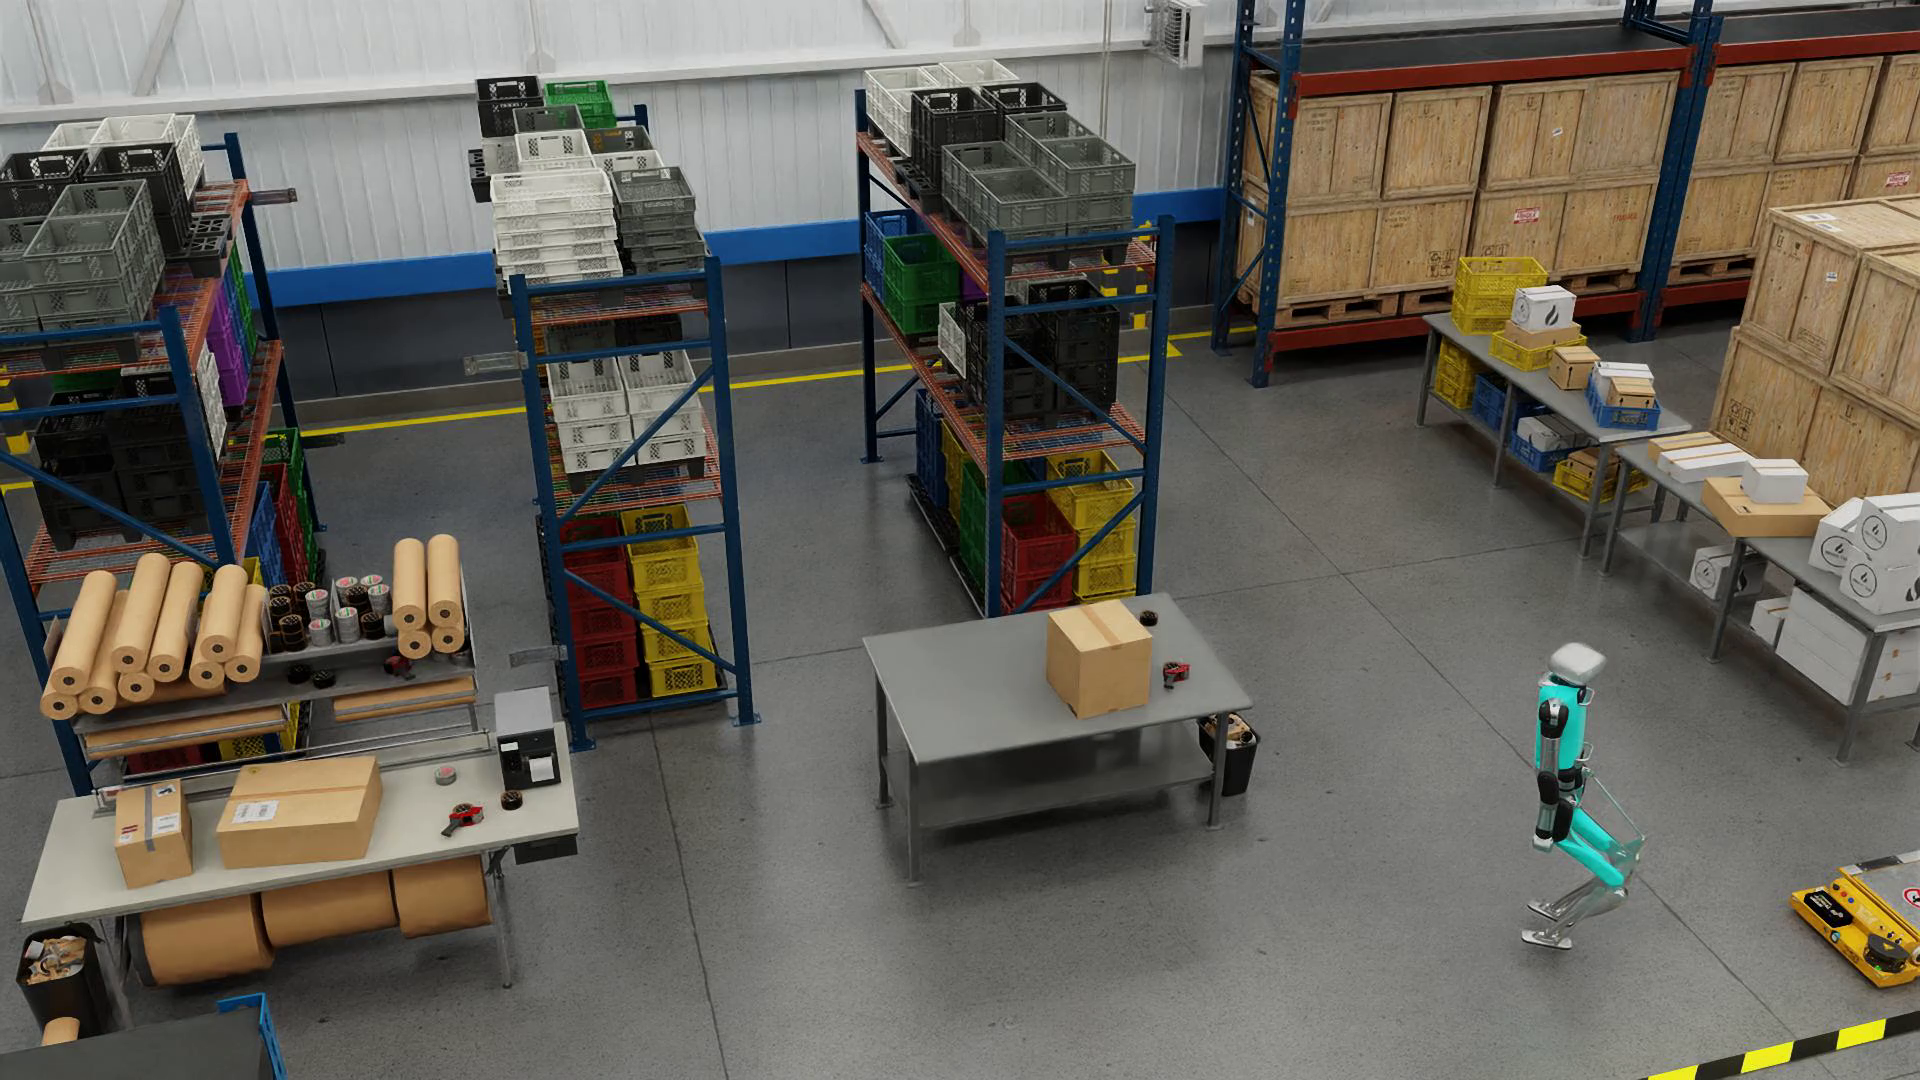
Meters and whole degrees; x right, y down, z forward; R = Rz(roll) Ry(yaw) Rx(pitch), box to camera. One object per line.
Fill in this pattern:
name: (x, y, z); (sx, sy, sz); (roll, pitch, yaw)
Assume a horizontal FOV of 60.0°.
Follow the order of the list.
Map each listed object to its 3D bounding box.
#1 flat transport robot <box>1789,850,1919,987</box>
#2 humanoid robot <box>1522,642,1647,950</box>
flat transport robot: (5.163, 1.916, 8.676); (1.431, 0.231, 0.659); (-8, 30, -14)
humanoid robot: (3.100, 1.306, 8.122); (0.735, 1.677, 0.533); (15, 32, 25)
